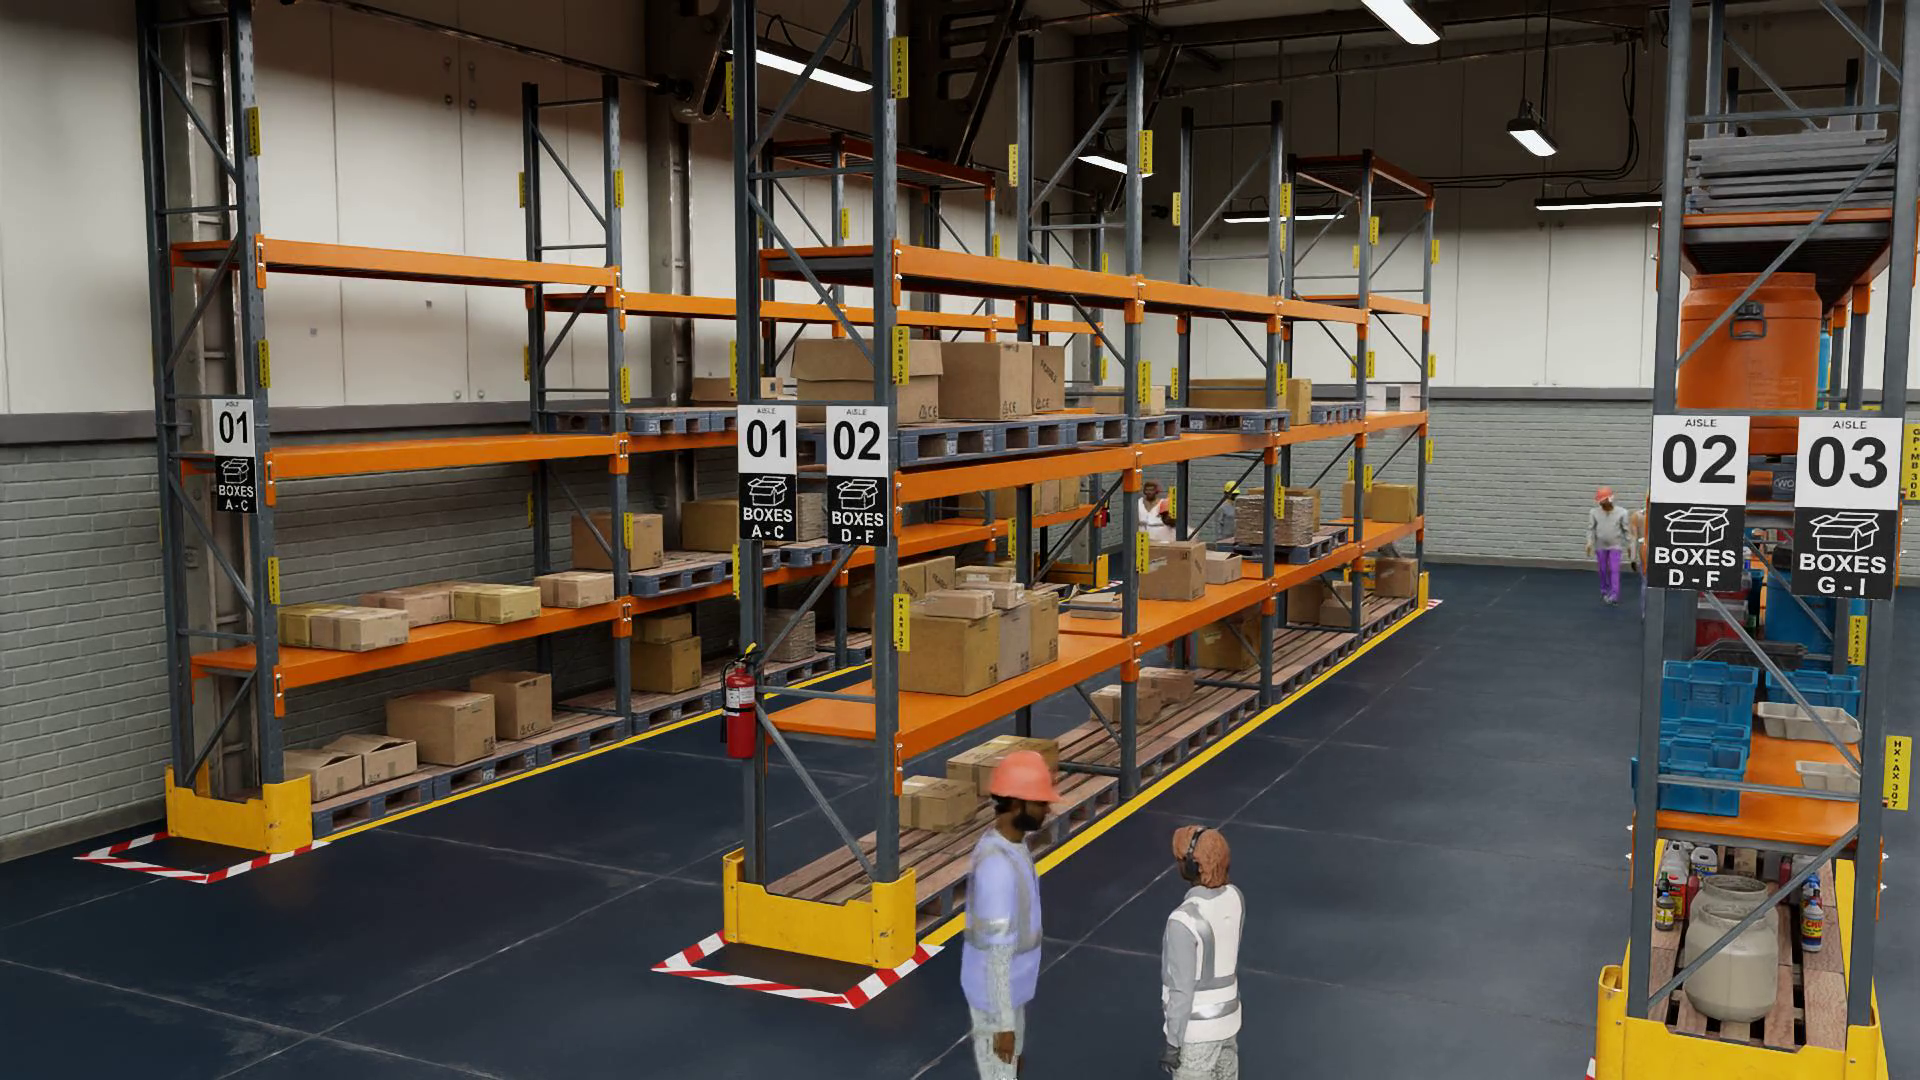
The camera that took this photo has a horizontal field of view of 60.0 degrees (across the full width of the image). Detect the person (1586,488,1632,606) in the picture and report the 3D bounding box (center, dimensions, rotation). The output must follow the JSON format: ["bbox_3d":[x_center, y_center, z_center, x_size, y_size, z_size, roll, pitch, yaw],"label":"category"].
[{"bbox_3d":[9.433,0.099,24.194,0.627,1.696,0.746,4,7,33],"label":"person"}]

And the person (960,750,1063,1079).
[{"bbox_3d":[0.205,1.794,6.632,0.406,1.922,0.604,1,6,7],"label":"person"}]

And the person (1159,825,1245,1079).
[{"bbox_3d":[0.958,1.936,6.587,0.307,1.640,0.520,4,7,35],"label":"person"}]

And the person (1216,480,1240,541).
[{"bbox_3d":[4.061,-0.015,24.967,0.524,1.767,0.318,-4,7,-33],"label":"person"}]

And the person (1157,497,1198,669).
[{"bbox_3d":[2.507,0.476,19.241,0.534,1.973,0.617,-5,8,-39],"label":"person"}]

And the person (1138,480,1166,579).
[{"bbox_3d":[2.777,0.035,24.155,0.610,1.824,0.470,2,6,22],"label":"person"}]
